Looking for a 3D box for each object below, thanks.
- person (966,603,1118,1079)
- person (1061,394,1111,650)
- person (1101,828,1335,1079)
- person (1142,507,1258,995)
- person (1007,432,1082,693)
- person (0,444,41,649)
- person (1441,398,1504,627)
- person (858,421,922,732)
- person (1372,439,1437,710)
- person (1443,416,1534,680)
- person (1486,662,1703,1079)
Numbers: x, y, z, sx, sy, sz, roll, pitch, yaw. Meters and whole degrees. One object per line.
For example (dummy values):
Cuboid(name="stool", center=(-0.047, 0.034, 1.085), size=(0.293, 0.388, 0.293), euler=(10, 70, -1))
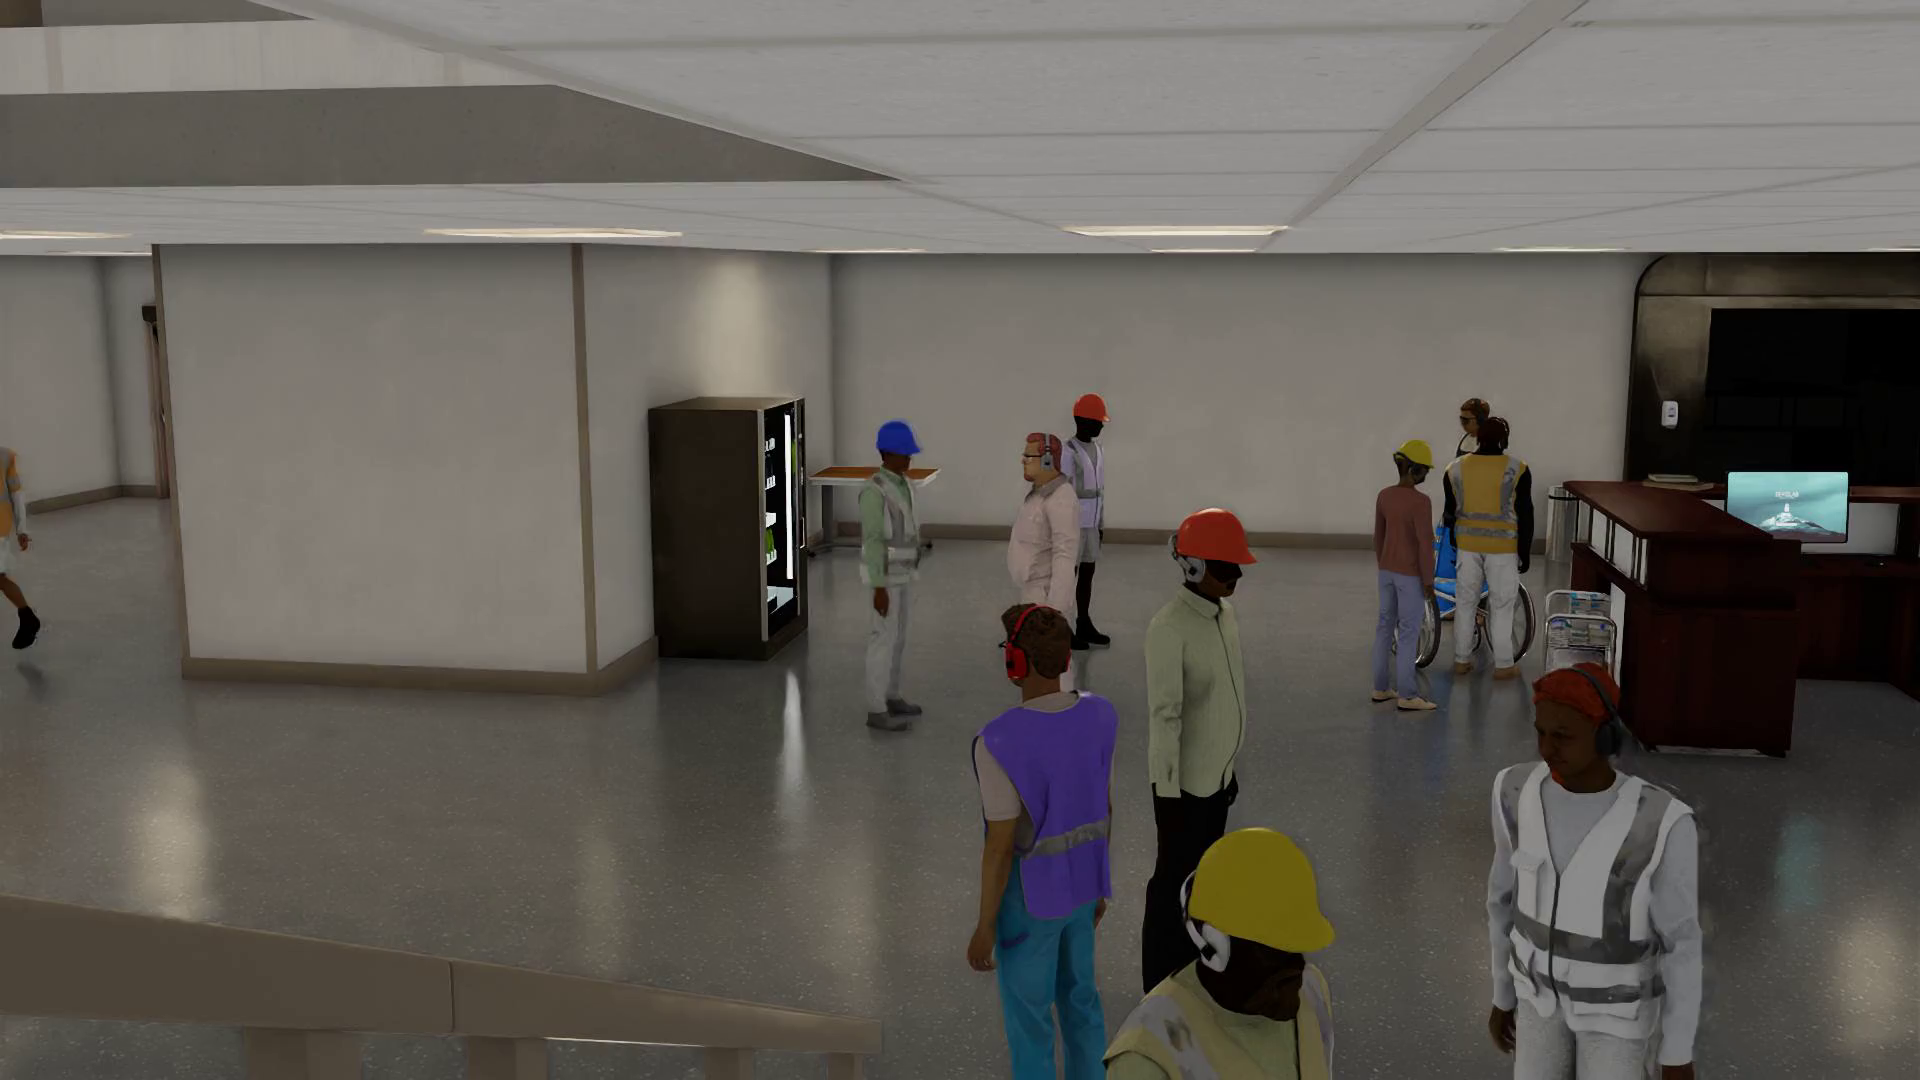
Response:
Cuboid(name="person", center=(0.268, 1.112, 5.099), size=(0.567, 1.841, 0.377), euler=(-9, 13, -44))
Cuboid(name="person", center=(0.938, -0.138, 12.544), size=(0.390, 1.929, 0.545), euler=(8, 12, 39))
Cuboid(name="person", center=(0.525, 1.427, 3.233), size=(0.589, 1.823, 0.404), euler=(-9, 13, -44))
Cuboid(name="person", center=(0.888, 0.864, 6.161), size=(0.397, 1.990, 0.624), euler=(5, 11, 29))
Cuboid(name="person", center=(0.478, 0.317, 9.794), size=(0.405, 1.911, 0.636), euler=(-2, 9, -11))
Cuboid(name="person", center=(-7.143, -0.078, 12.207), size=(0.638, 1.914, 0.569), euler=(6, 11, 33))
Cuboid(name="person", center=(4.107, -0.220, 13.315), size=(0.344, 1.839, 0.505), euler=(-4, 10, -21))
Cuboid(name="person", center=(-0.403, 0.223, 10.381), size=(0.408, 1.933, 0.678), euler=(3, 10, 20))
Cuboid(name="person", center=(2.911, 0.225, 10.834), size=(0.329, 1.760, 0.523), euler=(-4, 10, -23))
Cuboid(name="person", center=(3.690, 0.056, 11.615), size=(0.627, 1.844, 0.429), euler=(6, 11, 35))
Cuboid(name="person", center=(1.703, 1.216, 4.406), size=(0.606, 1.862, 0.590), euler=(-7, 11, -36))
